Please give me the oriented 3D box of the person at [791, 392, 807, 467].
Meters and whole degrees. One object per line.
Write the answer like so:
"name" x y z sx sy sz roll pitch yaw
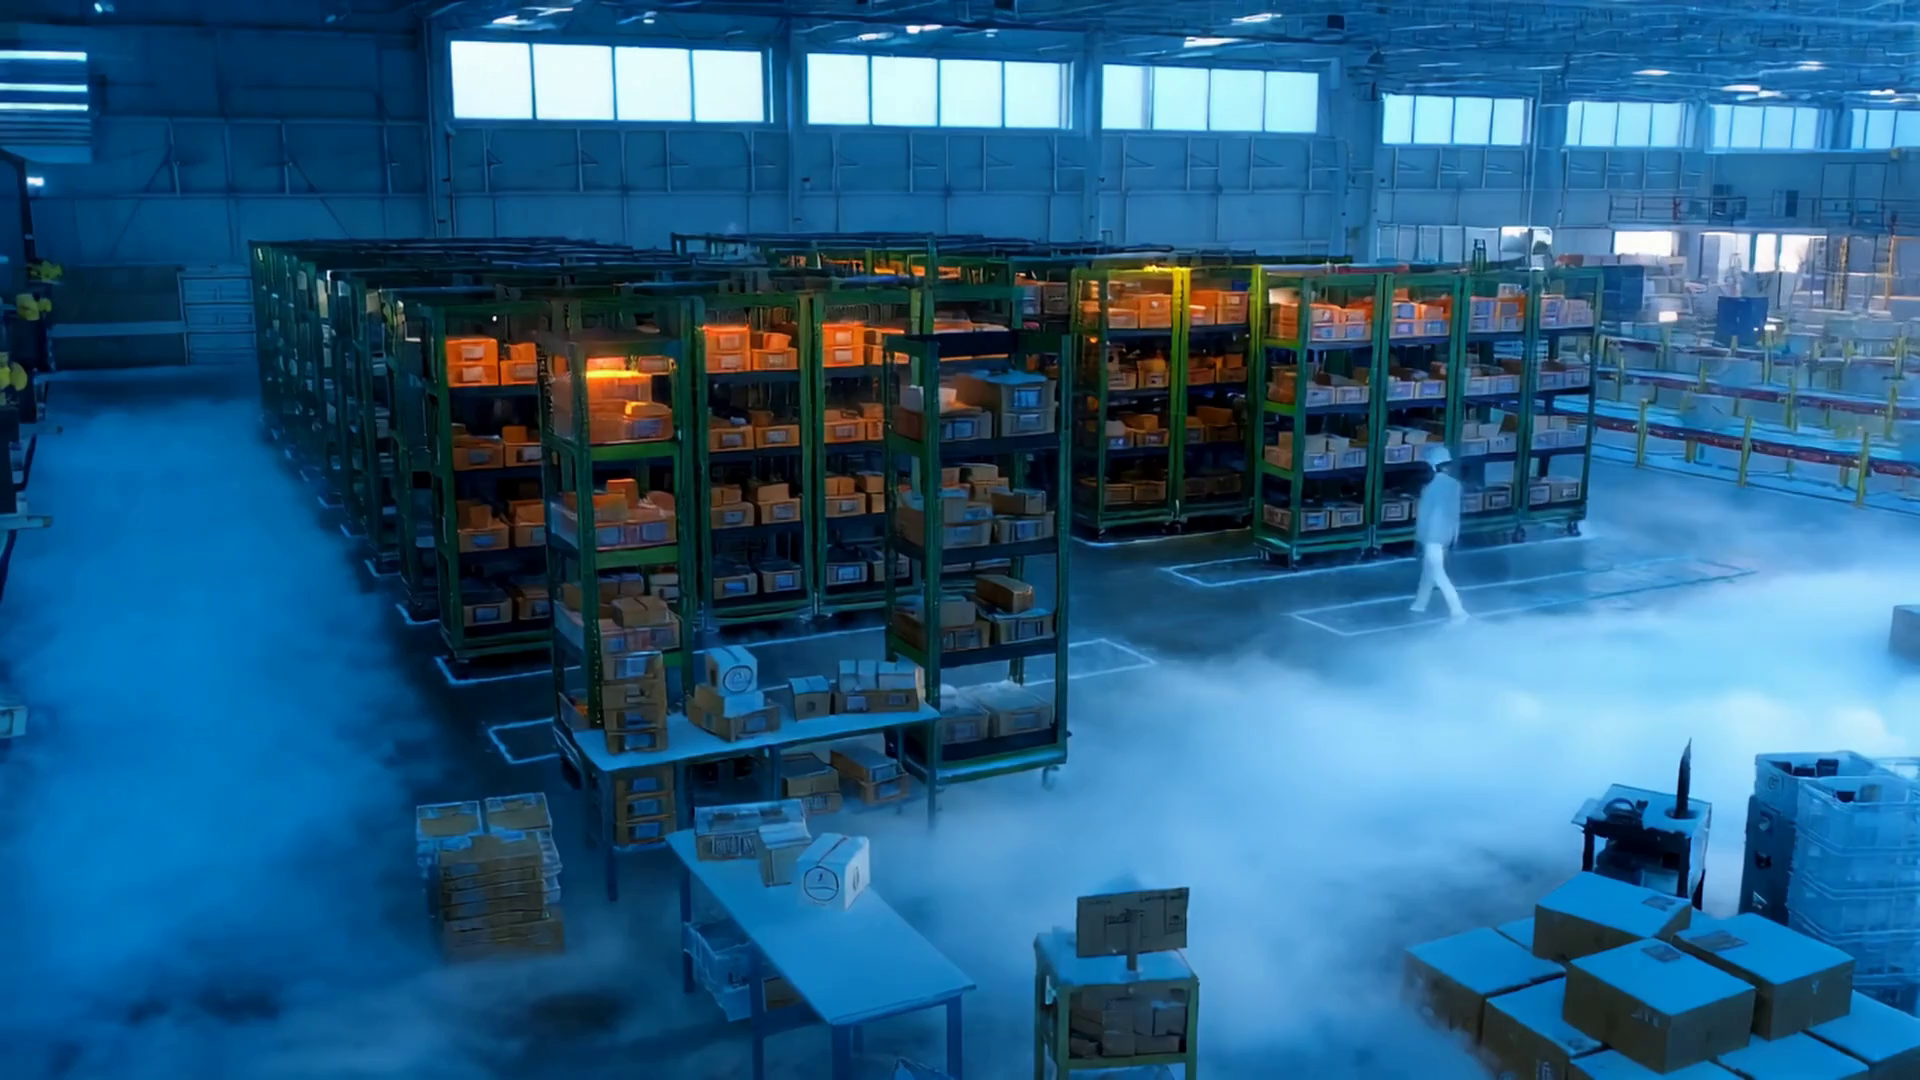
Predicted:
"person" -2.219 -1.513 25.121 0.630 1.808 0.675 4 13 16

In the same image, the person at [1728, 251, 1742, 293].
"person" 33.850 -11.694 72.658 0.505 1.841 0.348 7 14 29

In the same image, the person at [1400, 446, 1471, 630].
"person" 5.165 -0.030 17.833 0.624 1.962 0.963 -8 15 -35

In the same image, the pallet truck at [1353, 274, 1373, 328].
"pallet truck" 13.011 -8.050 55.243 0.823 1.965 1.885 -7 14 -28
